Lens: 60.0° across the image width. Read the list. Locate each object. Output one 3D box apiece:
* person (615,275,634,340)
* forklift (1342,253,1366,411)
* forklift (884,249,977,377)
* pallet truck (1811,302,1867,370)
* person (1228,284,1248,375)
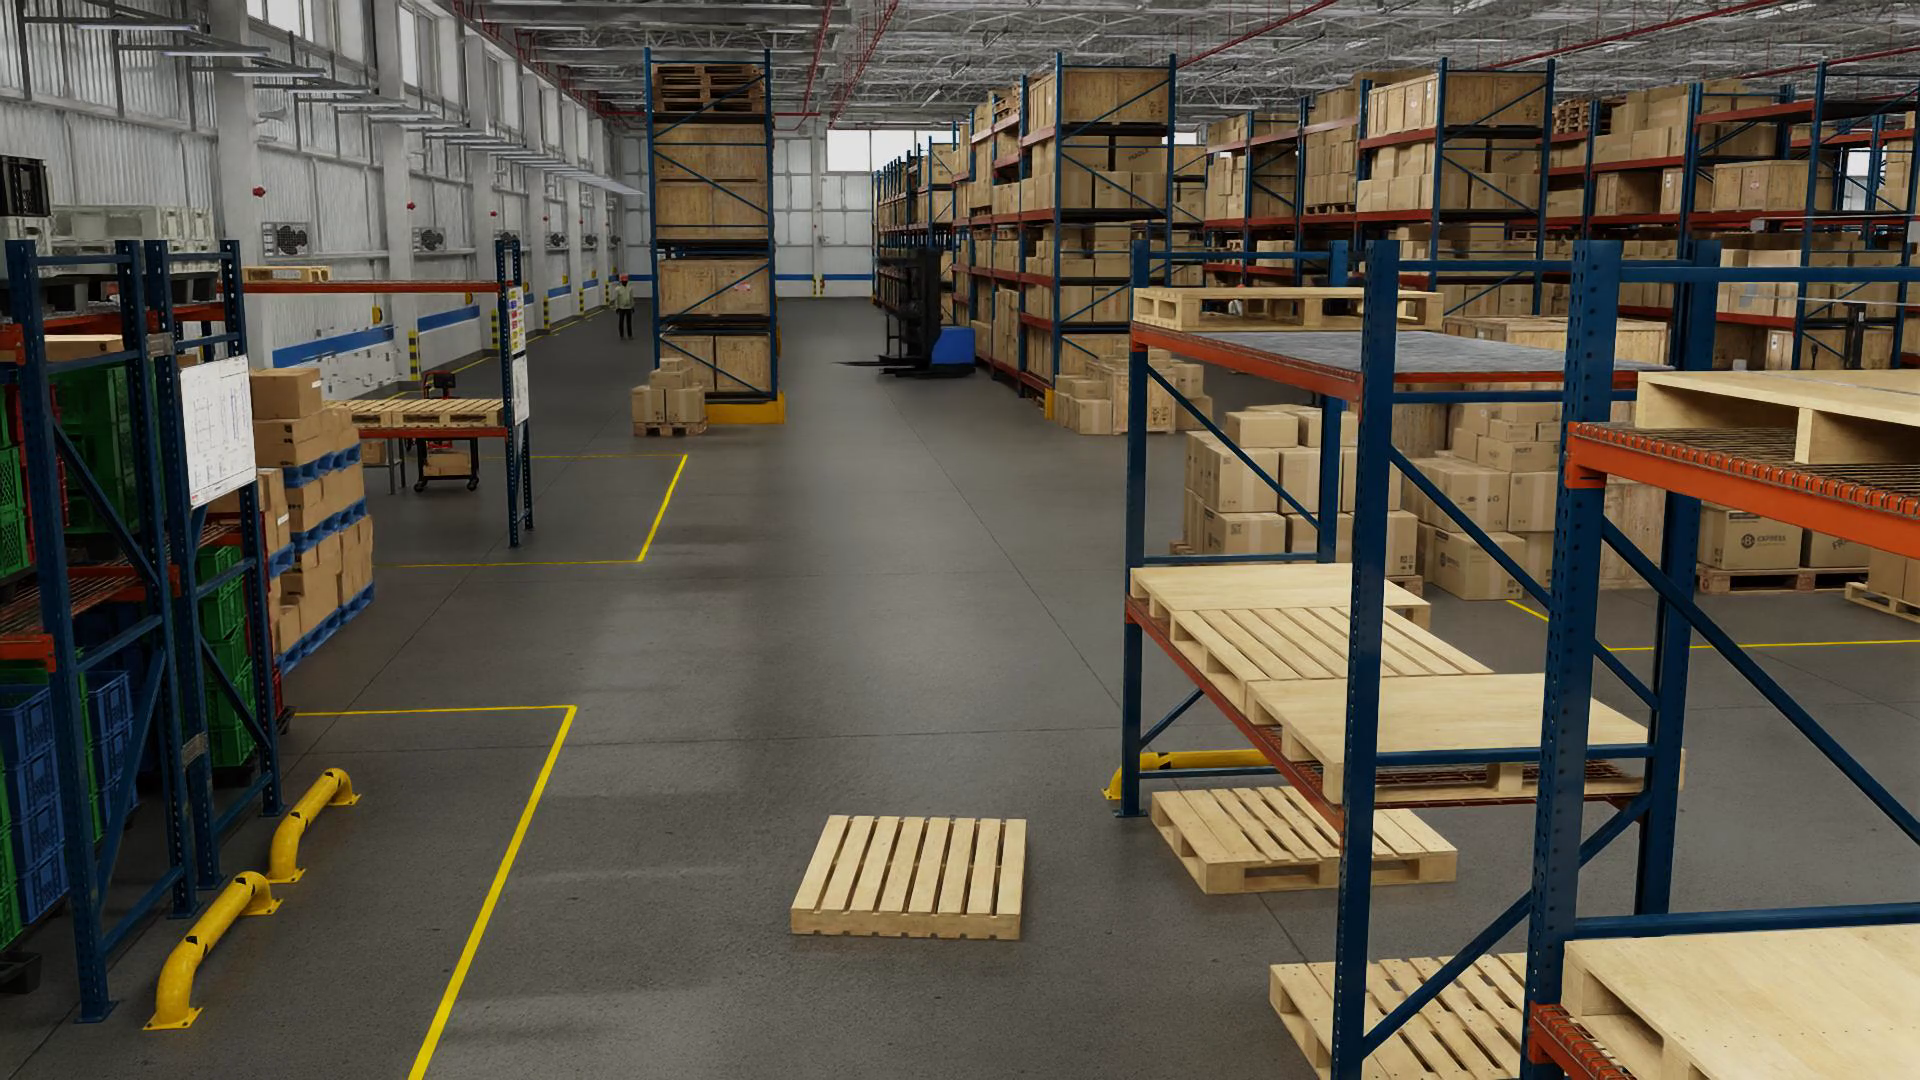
[{"bbox_3d":[-10.231,-7.098,50.756,0.626,1.990,0.400,-9,13,-40],"label":"person"},{"bbox_3d":[6.533,-3.255,26.972,1.129,2.768,1.873,-1,10,-6],"label":"forklift"},{"bbox_3d":[-0.657,-5.055,36.944,1.873,2.768,1.129,-3,11,-18],"label":"forklift"},{"bbox_3d":[15.846,-3.142,28.793,1.885,1.965,0.823,2,10,12],"label":"pallet truck"},{"bbox_3d":[6.331,-4.749,37.567,0.609,2.044,0.394,-6,12,-30],"label":"person"}]
